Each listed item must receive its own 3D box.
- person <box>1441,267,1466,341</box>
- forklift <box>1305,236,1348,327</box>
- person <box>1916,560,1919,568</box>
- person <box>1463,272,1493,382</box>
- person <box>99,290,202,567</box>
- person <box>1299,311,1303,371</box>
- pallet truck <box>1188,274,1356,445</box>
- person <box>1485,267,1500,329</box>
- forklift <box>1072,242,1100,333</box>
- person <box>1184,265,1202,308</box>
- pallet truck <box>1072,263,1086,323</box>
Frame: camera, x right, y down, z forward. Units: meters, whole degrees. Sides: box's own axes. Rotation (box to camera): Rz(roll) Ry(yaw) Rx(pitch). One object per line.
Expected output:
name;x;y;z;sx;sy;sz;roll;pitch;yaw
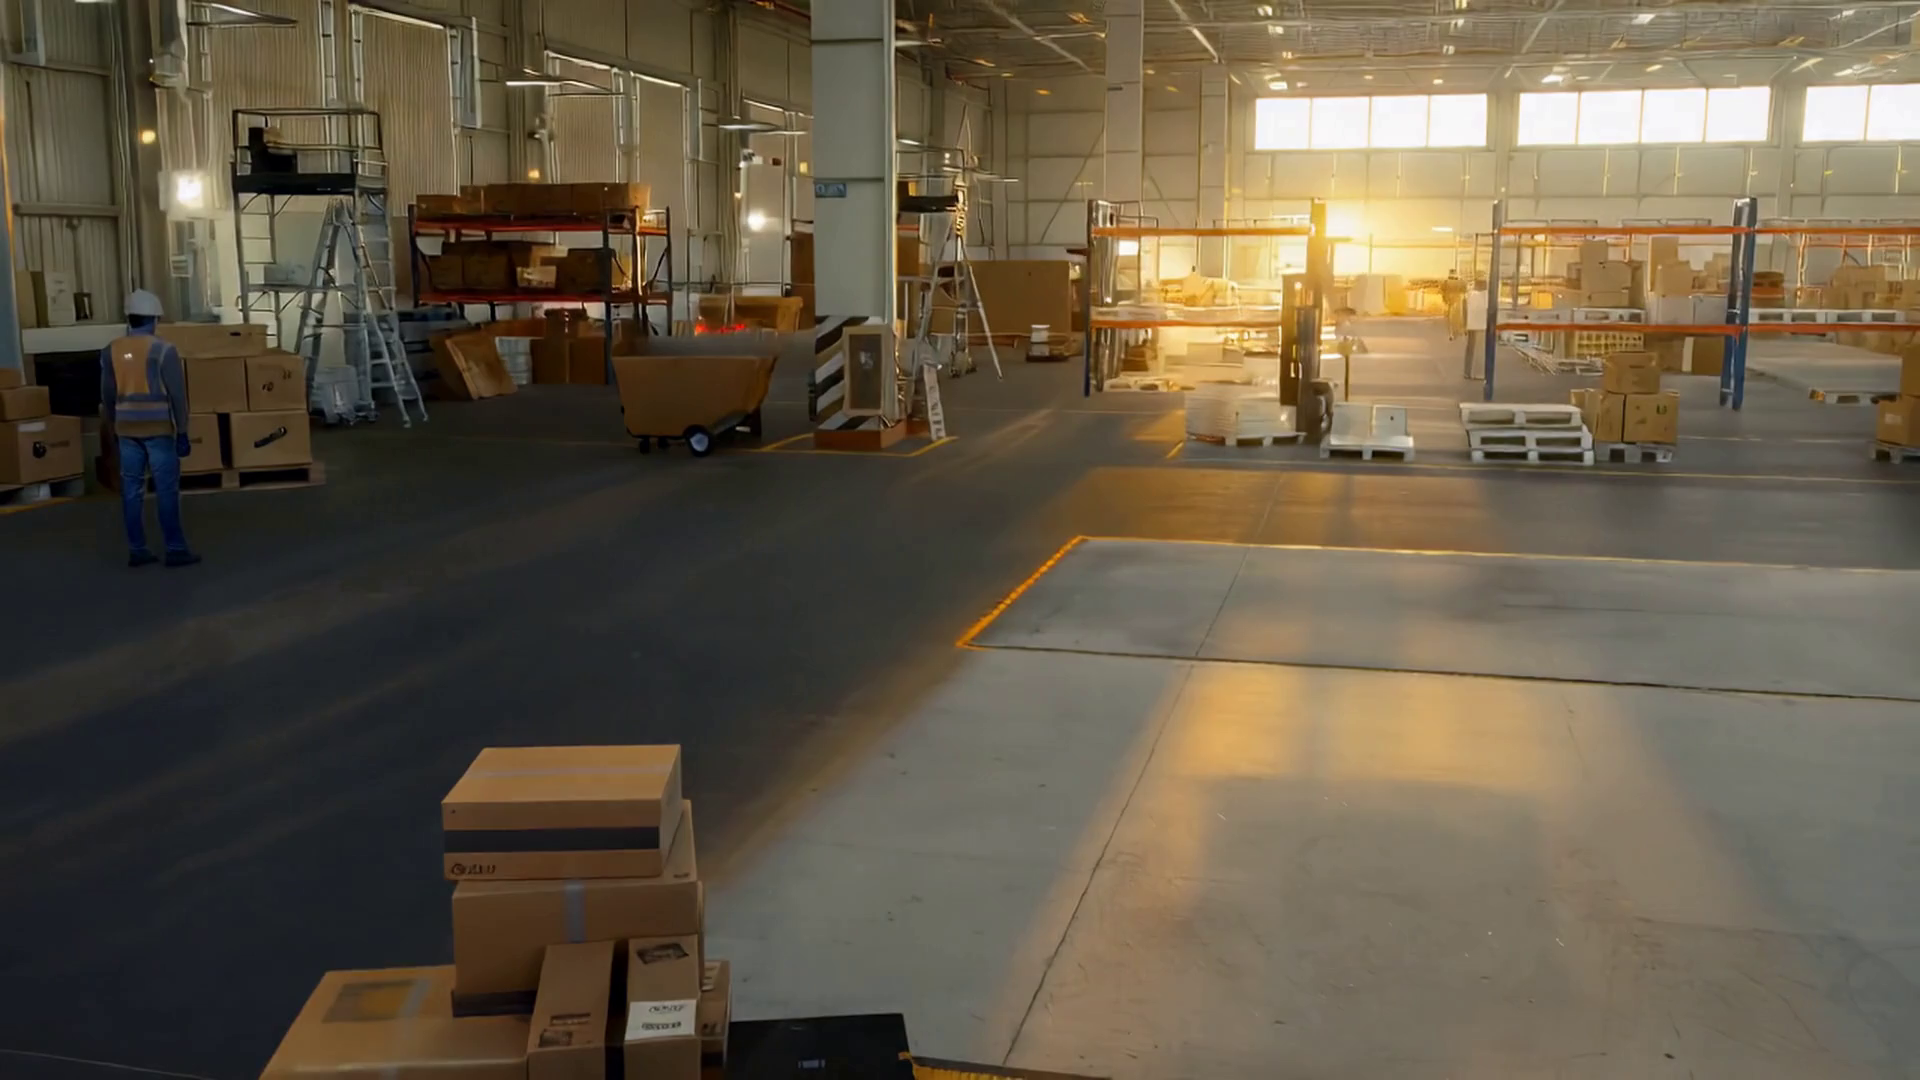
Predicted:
person;12.951;-6.199;43.719;0.627;1.912;0.807;4;10;23
forklift;10.940;-7.972;51.344;1.873;2.768;1.129;-2;10;-14
person;7.027;-0.673;11.557;0.770;1.813;0.432;-3;10;-15
person;9.077;-3.723;29.126;0.363;1.928;0.587;-7;12;-36
person;-5.707;-0.777;11.718;0.617;1.946;0.396;2;10;9
person;6.733;-4.106;31.938;0.484;1.739;0.319;-8;13;-40
pallet truck;3.653;-2.138;19.590;1.885;1.965;0.823;-4;10;-20
person;15.249;-6.902;47.903;0.550;1.918;0.748;3;10;15
forklift;4.155;-7.286;47.305;1.873;2.768;1.129;2;10;14
person;7.839;-8.255;55.853;0.630;1.923;0.510;-1;10;-7
pallet truck;4.325;-8.180;55.162;0.823;1.965;1.885;6;11;31
